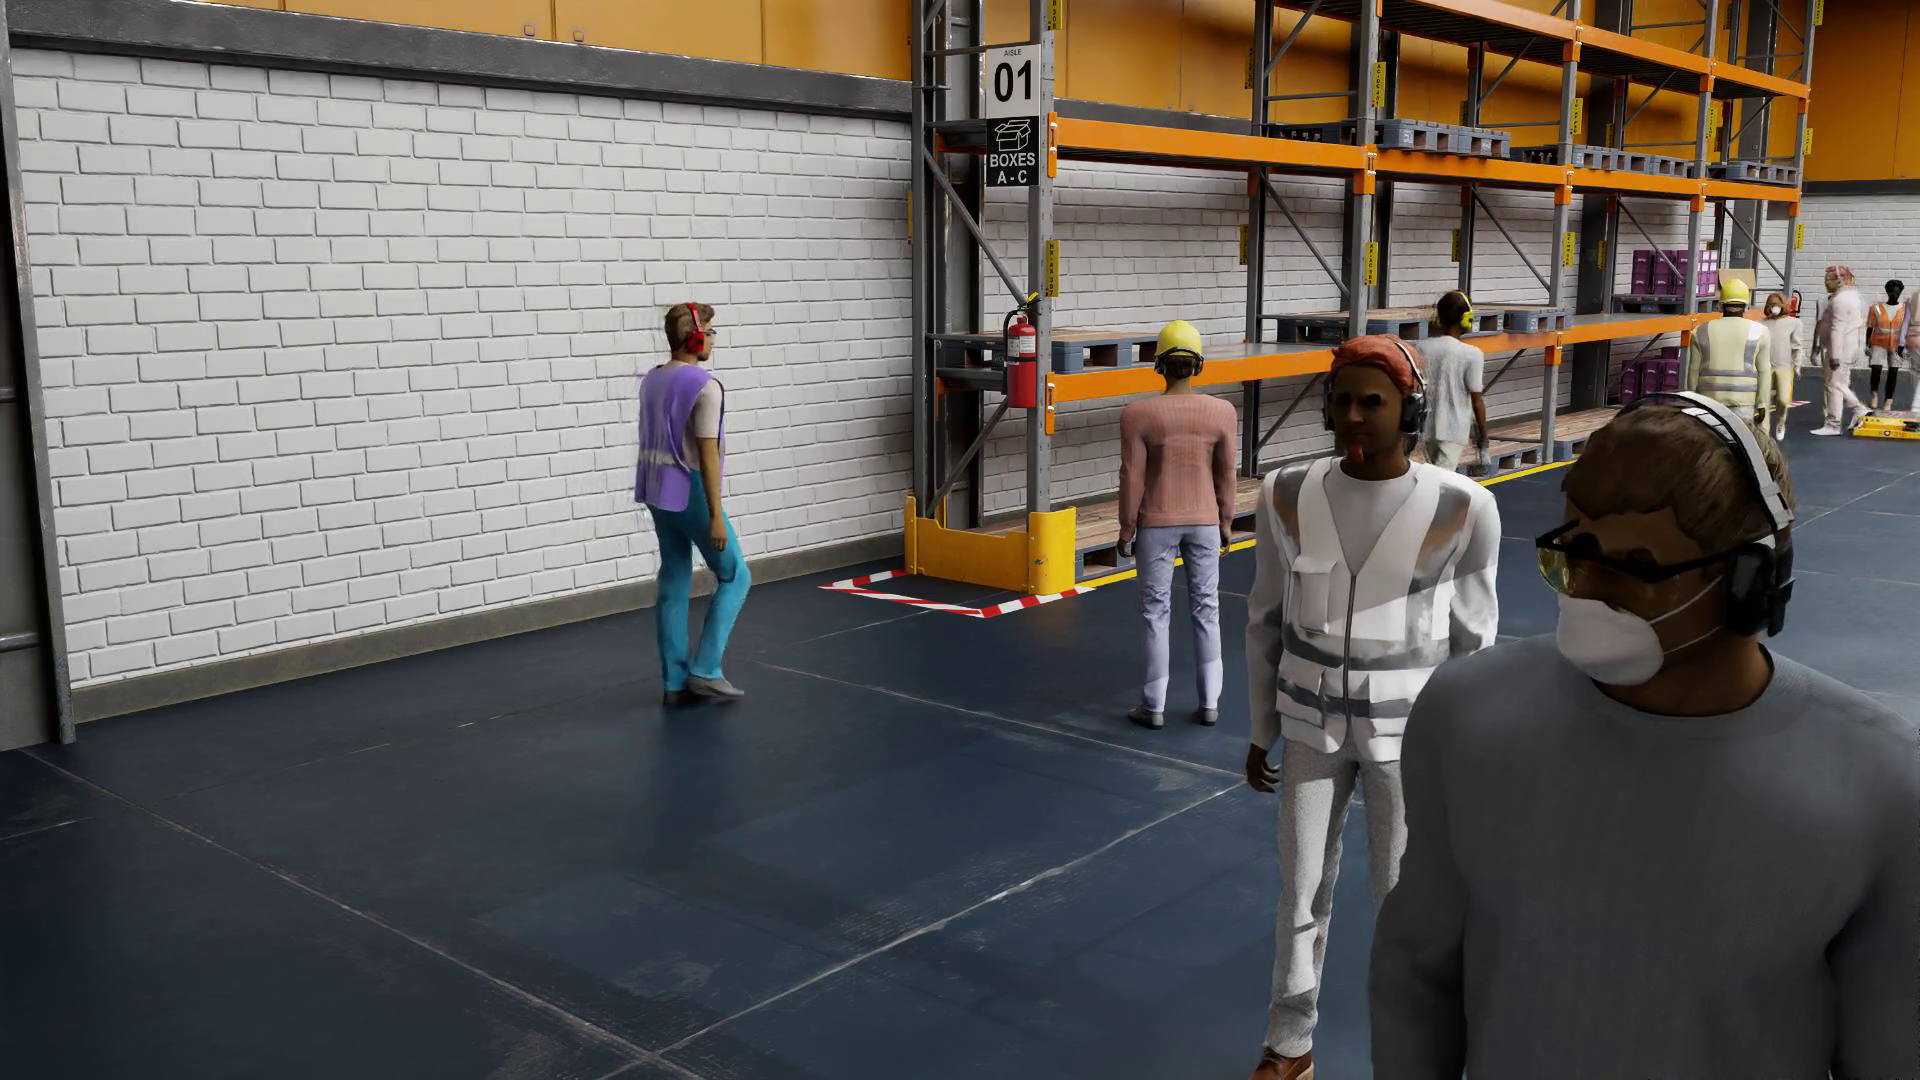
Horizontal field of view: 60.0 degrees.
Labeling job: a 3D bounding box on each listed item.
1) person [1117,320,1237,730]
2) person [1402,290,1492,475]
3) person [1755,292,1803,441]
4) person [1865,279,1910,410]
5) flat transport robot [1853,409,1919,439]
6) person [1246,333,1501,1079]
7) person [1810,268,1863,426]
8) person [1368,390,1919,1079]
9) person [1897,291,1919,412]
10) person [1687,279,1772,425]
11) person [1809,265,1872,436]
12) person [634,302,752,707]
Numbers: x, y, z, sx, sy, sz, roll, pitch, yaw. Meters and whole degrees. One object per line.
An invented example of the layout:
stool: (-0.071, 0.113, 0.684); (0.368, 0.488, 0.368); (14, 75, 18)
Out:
person: (0.930, -0.060, 7.202); (0.528, 1.767, 0.330); (-1, 10, -8)
person: (2.996, -0.615, 10.212); (1.000, 1.822, 0.552); (-7, 12, -34)
person: (8.558, -1.796, 17.483); (0.527, 1.620, 0.385); (6, 12, 33)
person: (11.680, -2.432, 20.913); (0.550, 1.679, 0.364); (5, 11, 24)
flat transport robot: (10.388, -1.300, 18.517); (0.652, 0.197, 1.431); (6, 12, 32)
person: (0.939, 0.464, 3.889); (0.574, 1.882, 0.358); (5, 11, 28)
person: (10.110, -2.216, 19.230); (0.527, 1.852, 0.540); (3, 10, 15)
person: (0.724, 0.802, 1.816); (0.627, 1.936, 0.373); (9, 13, 41)
person: (11.803, -2.356, 20.195); (0.876, 1.791, 0.653); (-9, 13, -40)
person: (5.962, -1.098, 12.911); (0.591, 1.837, 0.403); (6, 12, 32)
person: (9.744, -2.078, 18.364); (0.519, 1.883, 0.671); (8, 13, 40)
person: (-1.190, -0.151, 7.517); (0.531, 1.831, 0.595); (-9, 14, -43)
